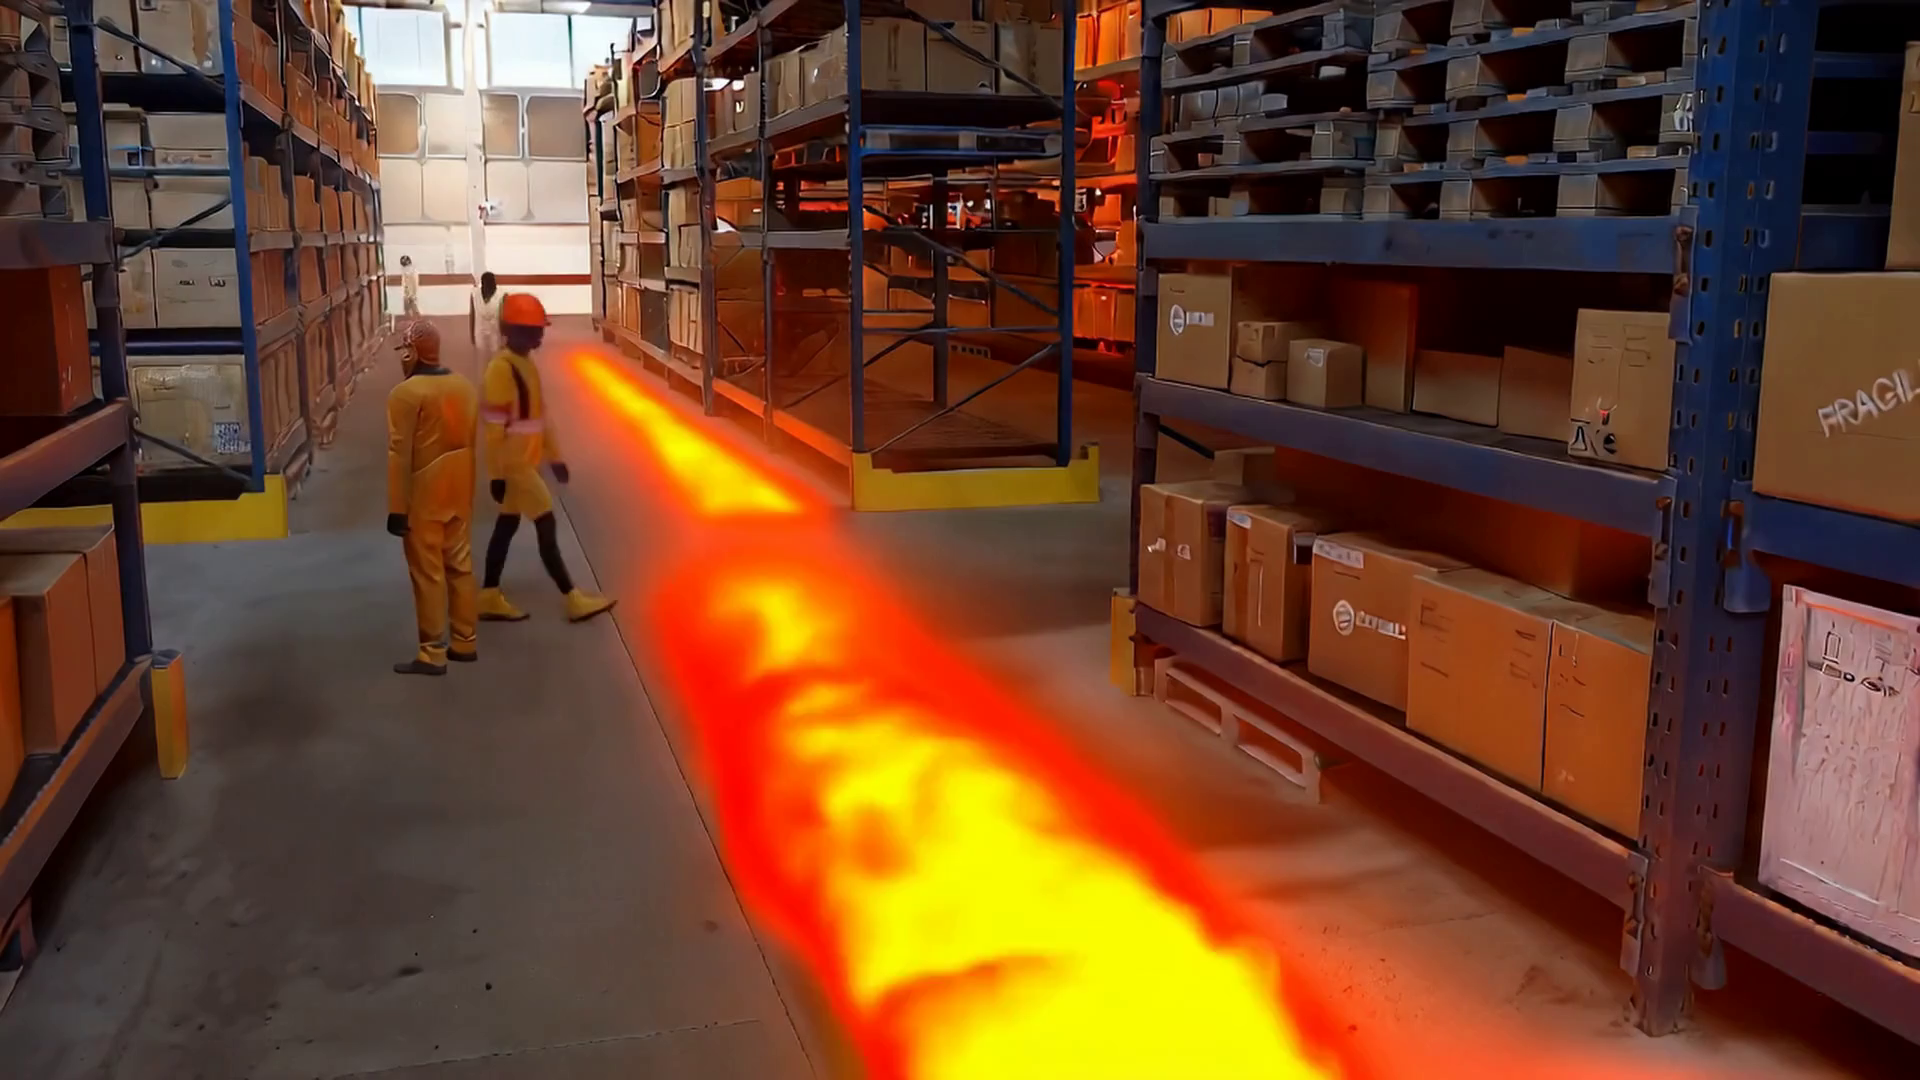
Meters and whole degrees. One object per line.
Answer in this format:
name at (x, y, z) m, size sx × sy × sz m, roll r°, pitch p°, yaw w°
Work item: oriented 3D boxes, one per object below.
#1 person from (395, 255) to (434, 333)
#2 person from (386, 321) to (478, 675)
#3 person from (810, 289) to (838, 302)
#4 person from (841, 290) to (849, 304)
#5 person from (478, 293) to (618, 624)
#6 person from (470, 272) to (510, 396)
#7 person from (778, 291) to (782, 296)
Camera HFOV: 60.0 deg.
person at (-13.384, -6.010, 40.669) m, size 0.883 × 1.924 × 0.614 m, roll -4°, pitch 11°, yaw -20°
person at (-2.873, -0.226, 9.008) m, size 0.400 × 1.901 × 0.642 m, roll 3°, pitch 11°, yaw 18°
person at (-2.537, -4.164, 30.992) m, size 0.540 × 1.744 × 0.367 m, roll -2°, pitch 10°, yaw -10°
person at (-2.868, -6.542, 44.013) m, size 0.573 × 1.753 × 0.324 m, roll 4°, pitch 11°, yaw 22°
person at (-2.528, -0.475, 10.067) m, size 0.968 × 2.000 × 0.632 m, roll 0°, pitch 10°, yaw -1°
person at (-6.964, -3.051, 24.663) m, size 0.622 × 1.838 × 0.429 m, roll 0°, pitch 10°, yaw 3°
person at (-4.042, -5.248, 36.354) m, size 0.653 × 1.955 × 0.933 m, roll -4°, pitch 11°, yaw -22°
